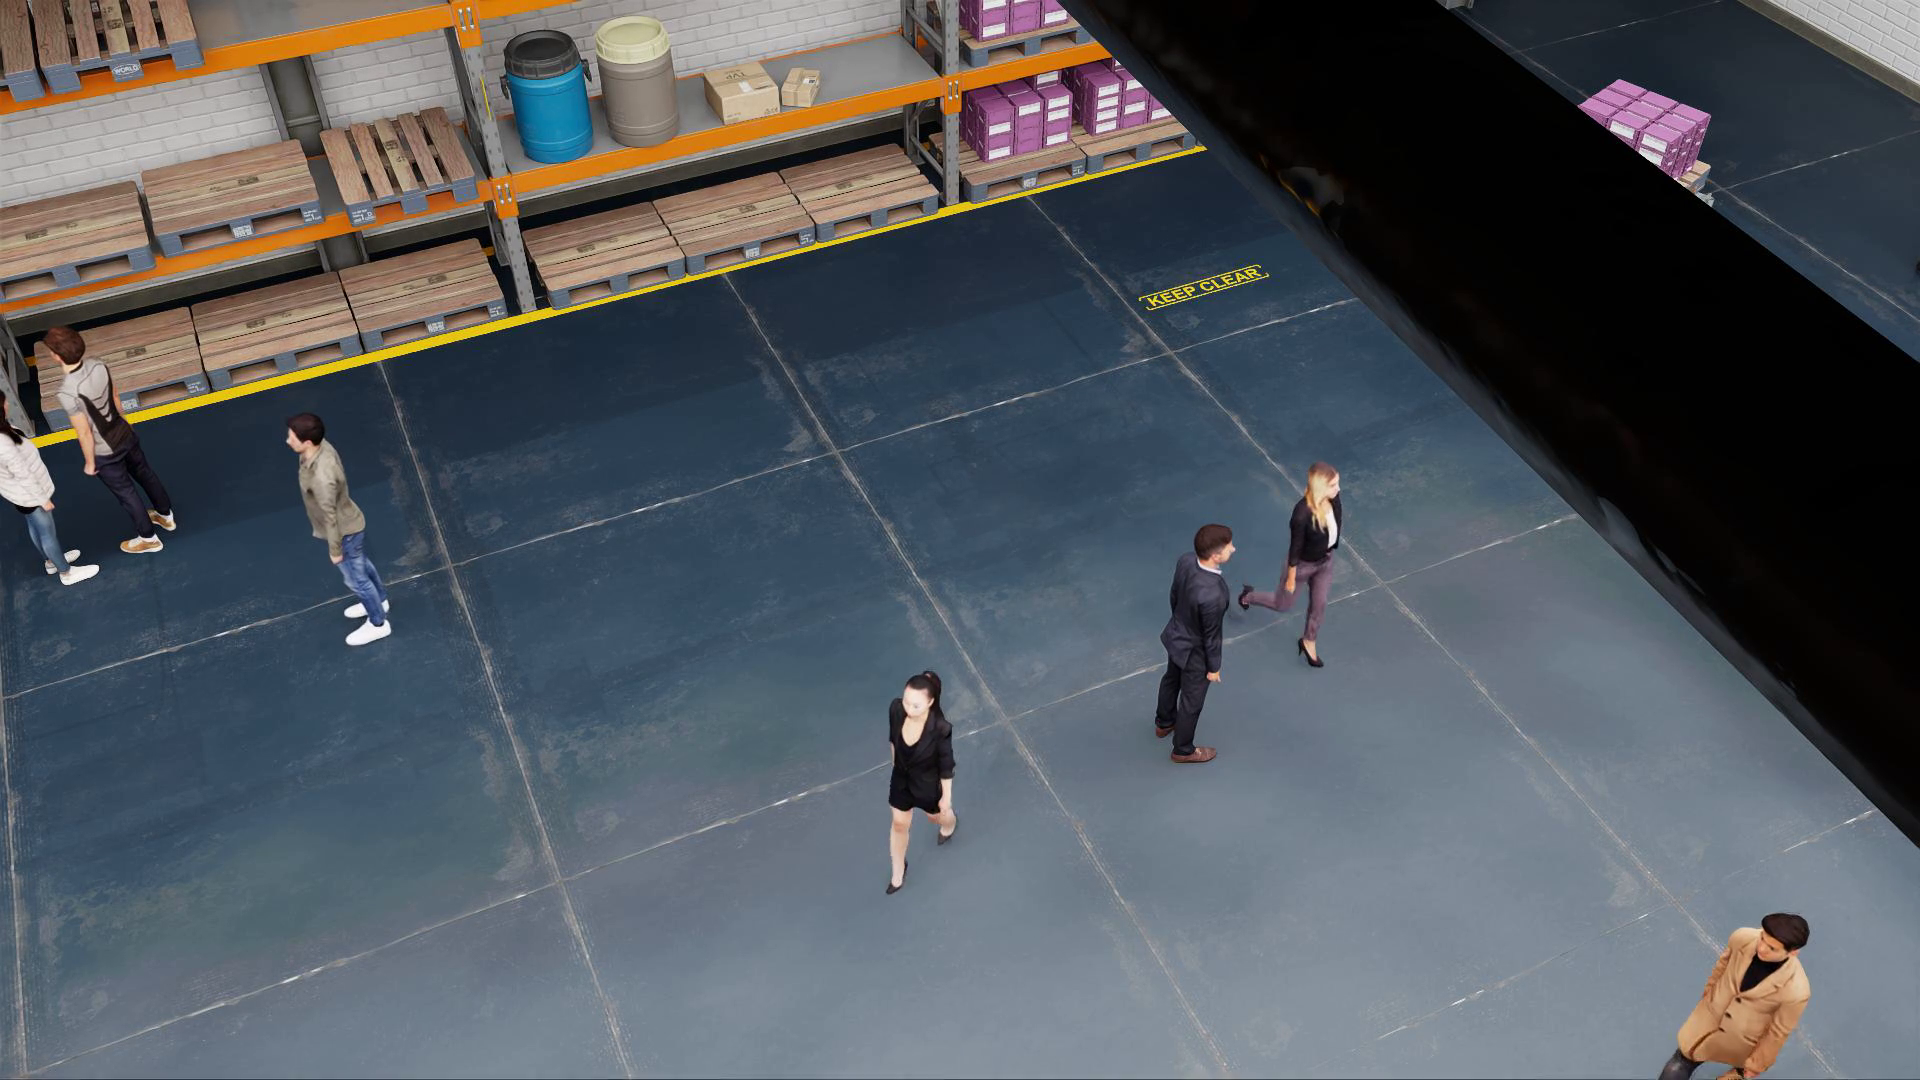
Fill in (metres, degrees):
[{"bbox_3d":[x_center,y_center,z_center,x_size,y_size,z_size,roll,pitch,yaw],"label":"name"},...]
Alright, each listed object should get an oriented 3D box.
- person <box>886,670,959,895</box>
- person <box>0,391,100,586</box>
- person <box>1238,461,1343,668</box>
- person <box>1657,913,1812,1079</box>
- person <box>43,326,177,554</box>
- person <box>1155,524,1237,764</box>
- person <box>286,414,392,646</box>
[{"bbox_3d":[-0.179,1.340,9.582,0.868,1.677,0.981,23,48,22],"label":"person"},{"bbox_3d":[-6.416,-0.364,11.401,0.696,1.635,0.685,31,52,28],"label":"person"},{"bbox_3d":[2.193,0.135,10.868,0.974,1.647,0.829,-32,52,-29],"label":"person"},{"bbox_3d":[4.025,2.419,8.445,1.086,1.682,0.676,-19,47,-18],"label":"person"},{"bbox_3d":[-5.915,-0.700,11.565,0.770,1.896,0.737,10,44,10],"label":"person"},{"bbox_3d":[1.439,0.626,10.195,0.571,1.864,0.642,-16,46,-16],"label":"person"},{"bbox_3d":[-4.064,-0.091,10.949,0.594,1.863,0.698,-15,46,-15],"label":"person"}]
